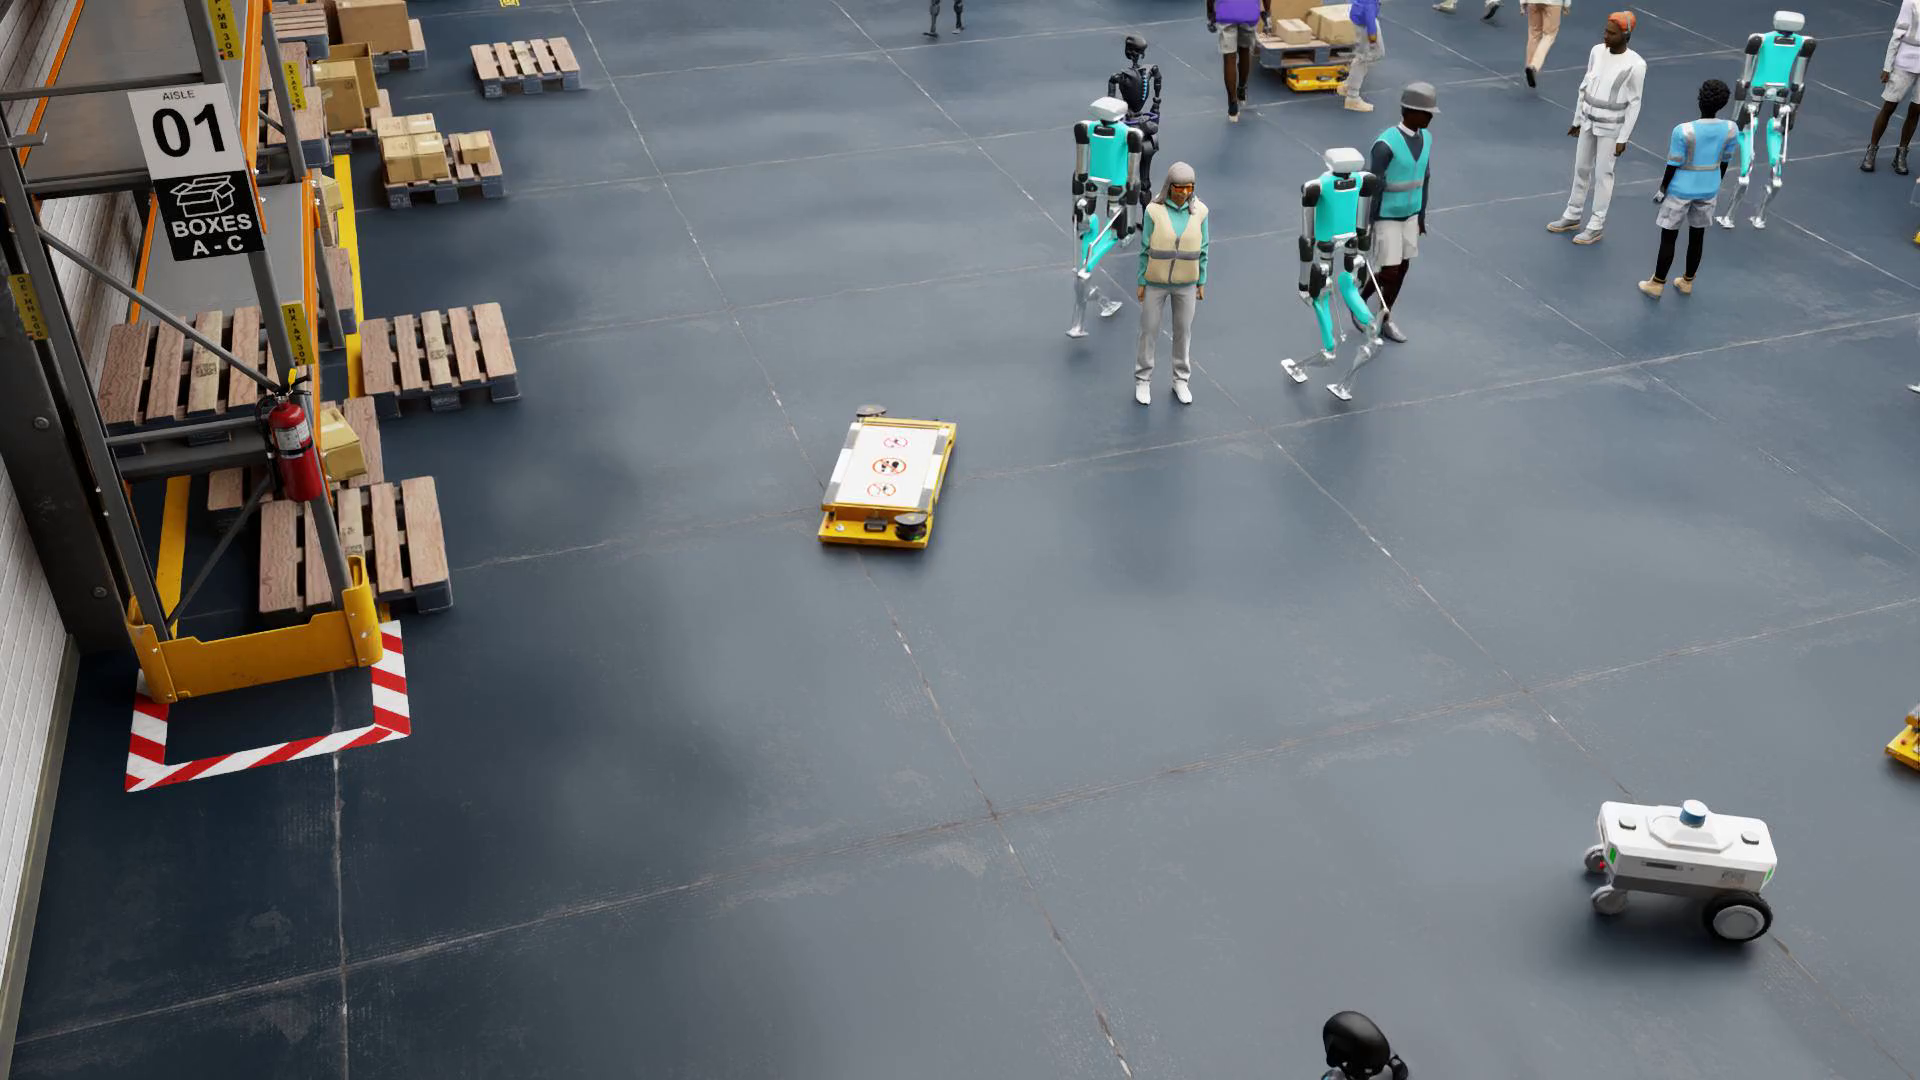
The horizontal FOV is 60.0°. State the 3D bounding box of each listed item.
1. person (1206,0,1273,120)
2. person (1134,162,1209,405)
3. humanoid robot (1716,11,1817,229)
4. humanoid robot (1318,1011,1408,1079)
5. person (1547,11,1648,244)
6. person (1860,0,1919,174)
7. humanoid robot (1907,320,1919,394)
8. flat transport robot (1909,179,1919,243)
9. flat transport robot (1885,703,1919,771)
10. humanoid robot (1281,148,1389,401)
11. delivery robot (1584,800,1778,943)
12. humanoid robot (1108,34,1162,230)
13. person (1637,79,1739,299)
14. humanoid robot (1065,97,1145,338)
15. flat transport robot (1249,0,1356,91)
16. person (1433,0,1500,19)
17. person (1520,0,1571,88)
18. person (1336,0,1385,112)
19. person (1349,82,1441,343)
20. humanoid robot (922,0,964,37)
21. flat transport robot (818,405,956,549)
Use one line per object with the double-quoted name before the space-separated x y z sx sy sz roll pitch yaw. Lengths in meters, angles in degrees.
"person" 2.691 -5.152 16.252 0.660 1.917 0.849 -1 33 -1
"person" 1.416 -1.728 11.196 0.465 1.706 0.367 -2 33 -3
"humanoid robot" 6.655 -3.401 13.708 0.530 1.749 0.704 5 33 7
"humanoid robot" 1.213 2.125 5.309 0.613 1.645 0.369 -27 42 -35
"person" 5.207 -3.346 13.512 0.337 1.882 0.583 -15 36 -21
"person" 8.525 -4.212 14.794 0.551 1.933 0.371 9 34 14
"humanoid robot" 6.777 -1.568 10.945 1.028 1.737 0.538 16 36 23
"flat transport robot" 8.698 -2.584 13.821 1.431 0.231 0.659 -18 37 -25
"flat transport robot" 5.386 0.893 8.488 1.431 0.231 0.659 -25 41 -33
"humanoid robot" 2.563 -1.696 11.120 0.543 1.762 0.908 -12 35 -17
"delivery robot" 3.217 1.408 7.416 0.750 0.570 0.499 6 34 9
"humanoid robot" 1.409 -3.309 13.632 0.599 1.657 0.315 -19 37 -26
"person" 5.534 -2.648 12.610 0.532 1.697 0.319 -4 33 -7
"humanoid robot" 0.934 -2.236 11.995 0.547 1.759 1.040 19 37 26
"flat transport robot" 3.635 -5.073 17.639 0.659 0.231 1.431 -6 34 -8
"person" 5.908 -6.877 18.992 0.574 1.814 0.857 -18 37 -25
"person" 5.953 -5.467 16.967 0.492 1.647 0.625 19 37 26
"person" 3.997 -5.057 16.171 0.416 1.845 0.488 12 35 18
"person" 3.114 -2.330 11.917 0.597 1.917 0.476 -19 38 -27
"humanoid robot" -0.143 -6.388 18.387 0.587 1.636 0.694 12 35 18
"flat transport robot" -0.438 -0.412 10.490 0.659 0.231 1.431 4 33 6
